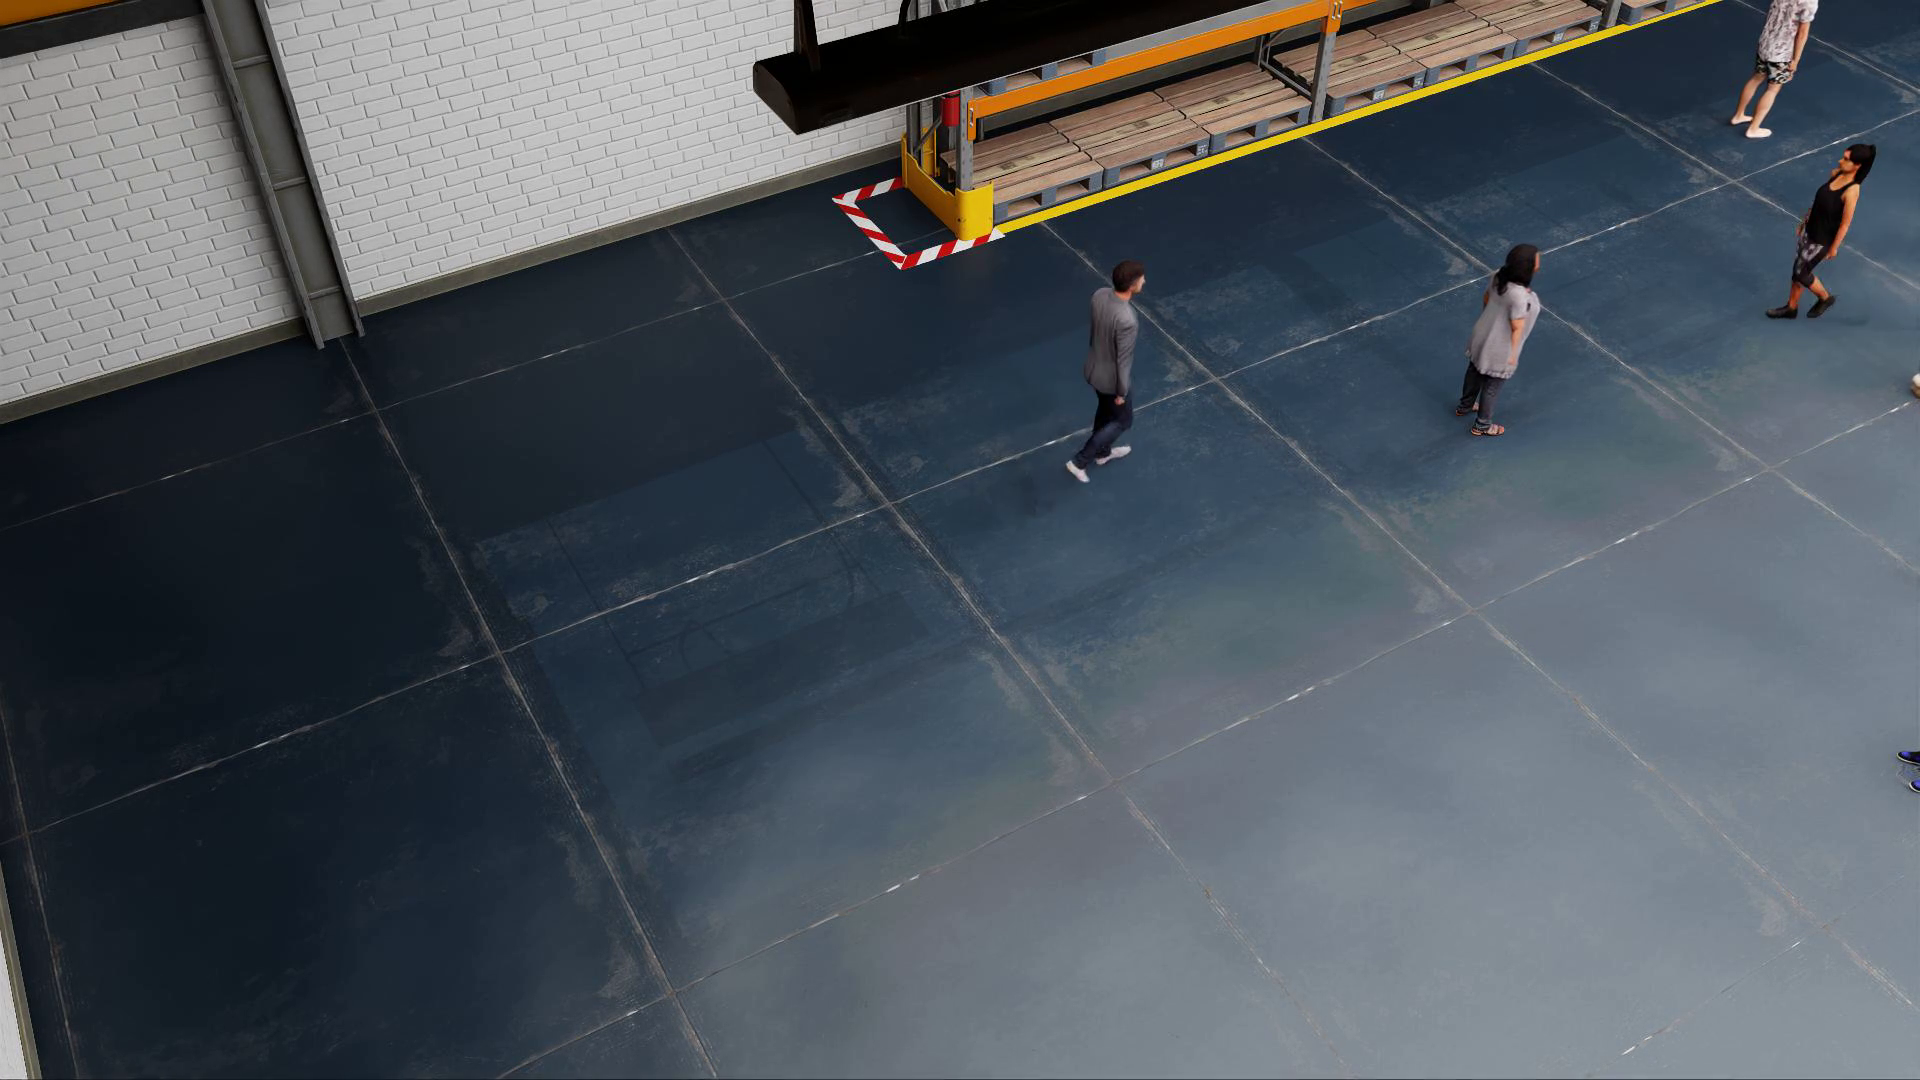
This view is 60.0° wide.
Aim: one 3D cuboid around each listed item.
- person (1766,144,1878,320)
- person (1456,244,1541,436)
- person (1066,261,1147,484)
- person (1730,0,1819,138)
[{"bbox_3d":[7.055,-2.475,13.476,0.847,1.650,0.770,2,44,2],"label":"person"},{"bbox_3d":[4.044,-1.526,12.509,0.750,1.609,0.719,-9,44,-9],"label":"person"},{"bbox_3d":[1.011,-1.164,11.956,0.906,1.848,0.732,-22,48,-22],"label":"person"},{"bbox_3d":[7.711,-4.666,15.661,0.645,1.809,0.720,-12,45,-13],"label":"person"}]
